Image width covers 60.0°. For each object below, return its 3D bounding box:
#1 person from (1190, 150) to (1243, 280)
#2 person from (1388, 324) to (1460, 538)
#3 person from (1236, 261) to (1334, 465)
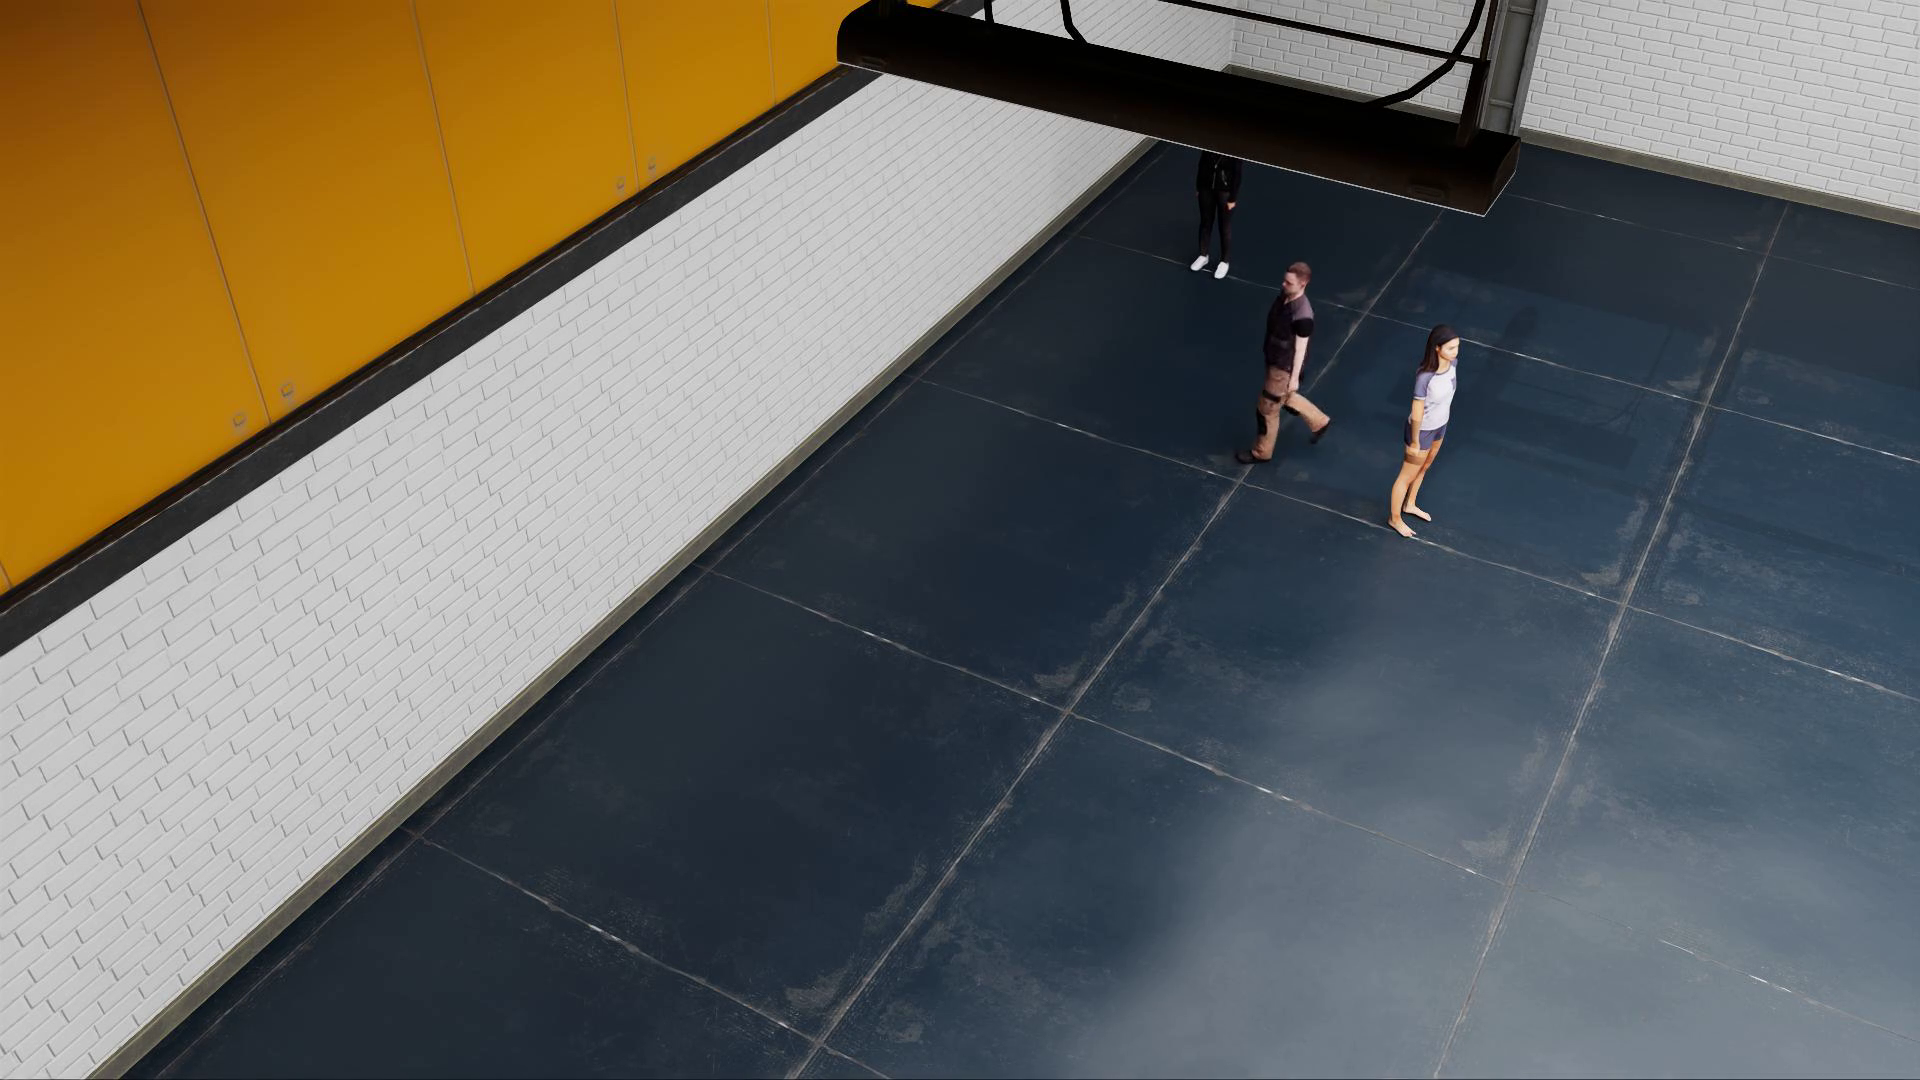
[{"bbox_3d":[2.396,-3.230,15.345,0.516,1.682,0.685,26,45,29],"label":"person"},{"bbox_3d":[3.446,-0.832,12.300,0.587,1.734,0.630,31,48,33],"label":"person"},{"bbox_3d":[2.621,-1.369,12.910,1.153,1.812,1.023,-2,39,-2],"label":"person"}]
